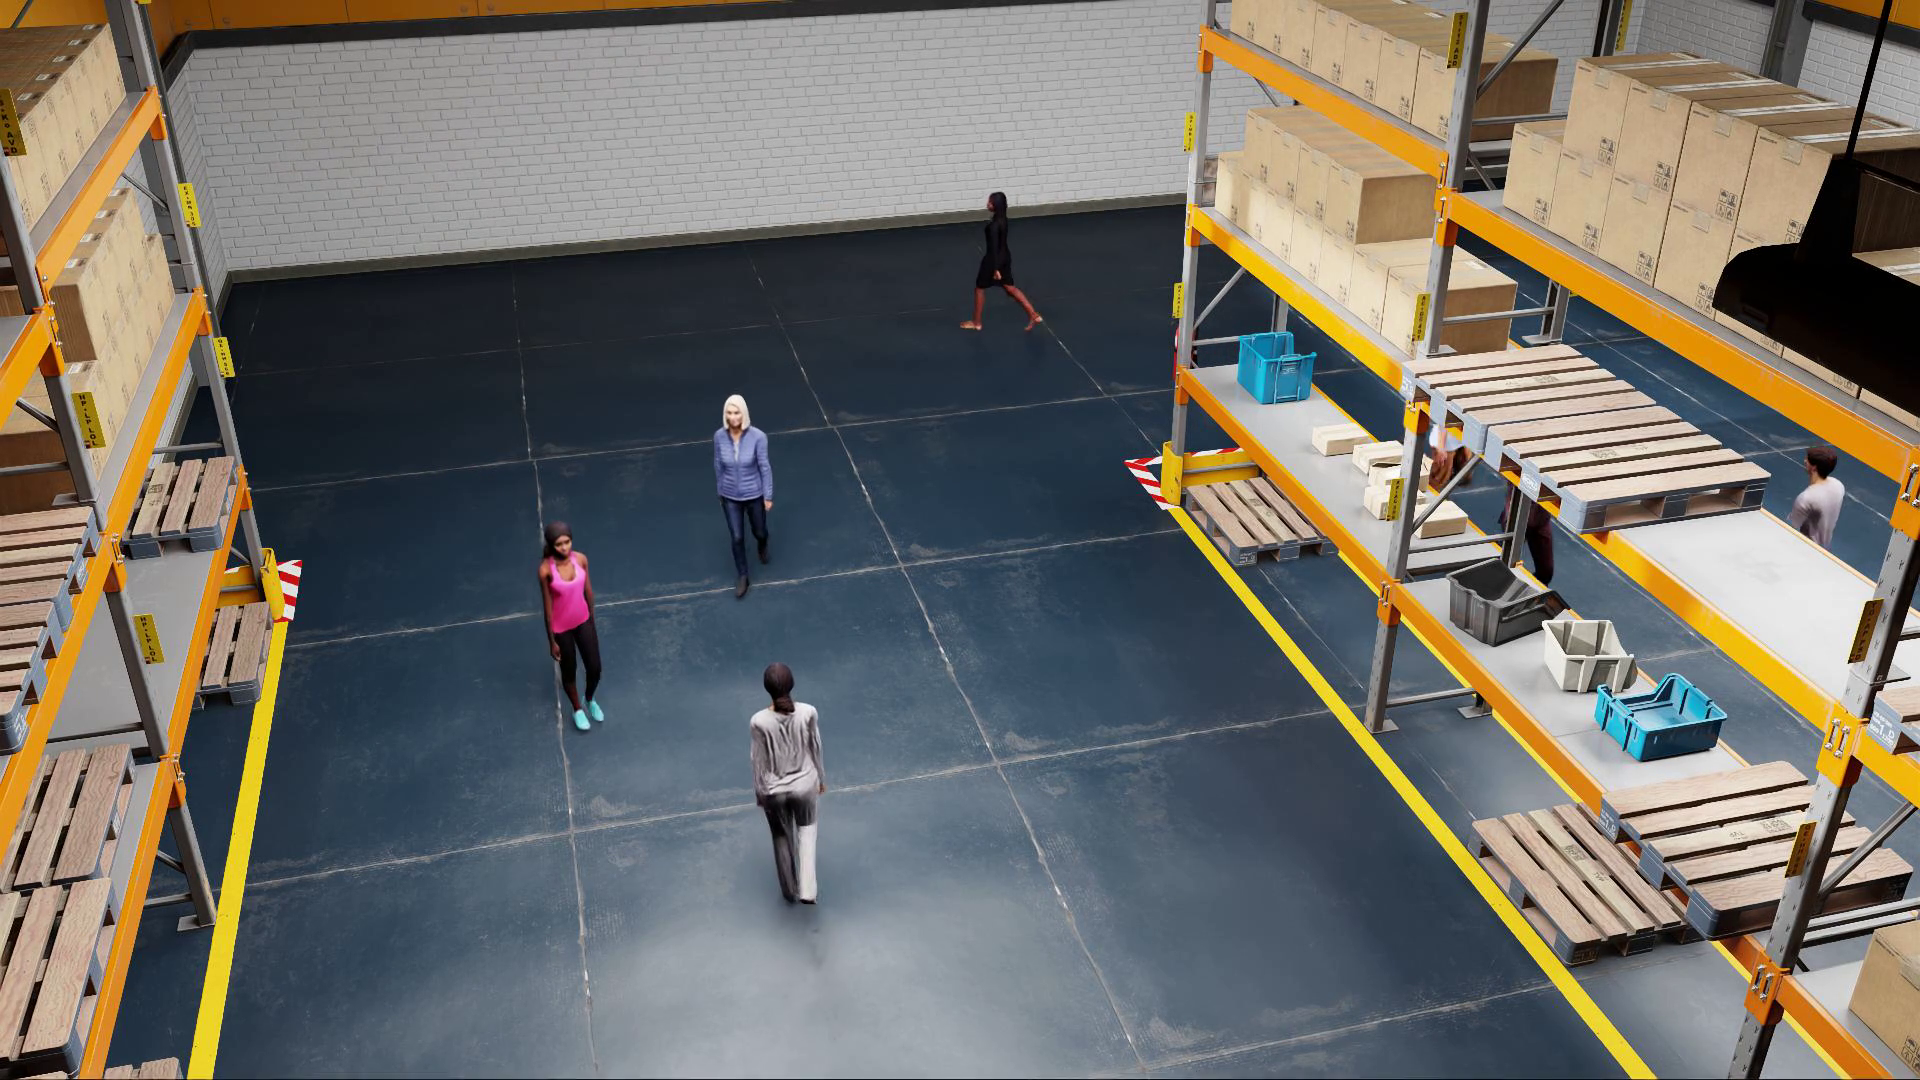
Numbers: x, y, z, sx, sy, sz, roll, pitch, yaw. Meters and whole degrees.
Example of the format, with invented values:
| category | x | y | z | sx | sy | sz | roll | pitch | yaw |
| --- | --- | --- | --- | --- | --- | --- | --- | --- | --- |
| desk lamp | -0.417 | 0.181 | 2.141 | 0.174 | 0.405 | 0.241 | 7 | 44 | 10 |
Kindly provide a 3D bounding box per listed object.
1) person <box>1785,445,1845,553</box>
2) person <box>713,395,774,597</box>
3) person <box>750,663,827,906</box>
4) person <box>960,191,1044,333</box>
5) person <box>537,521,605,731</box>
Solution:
| category | x | y | z | sx | sy | sz | roll | pitch | yaw |
| --- | --- | --- | --- | --- | --- | --- | --- | --- | --- |
| person | 6.525 | 0.156 | 12.714 | 0.787 | 1.828 | 0.789 | -19 | 34 | -31 |
| person | -1.785 | -0.428 | 13.886 | 0.866 | 1.731 | 1.070 | 3 | 29 | 6 |
| person | -1.036 | 1.568 | 10.196 | 0.614 | 1.761 | 0.740 | -6 | 29 | -11 |
| person | 0.509 | -3.103 | 18.852 | 1.132 | 1.672 | 1.231 | 10 | 30 | 17 |
| person | -2.855 | 0.594 | 12.034 | 0.625 | 1.711 | 0.660 | -15 | 32 | -26 |
